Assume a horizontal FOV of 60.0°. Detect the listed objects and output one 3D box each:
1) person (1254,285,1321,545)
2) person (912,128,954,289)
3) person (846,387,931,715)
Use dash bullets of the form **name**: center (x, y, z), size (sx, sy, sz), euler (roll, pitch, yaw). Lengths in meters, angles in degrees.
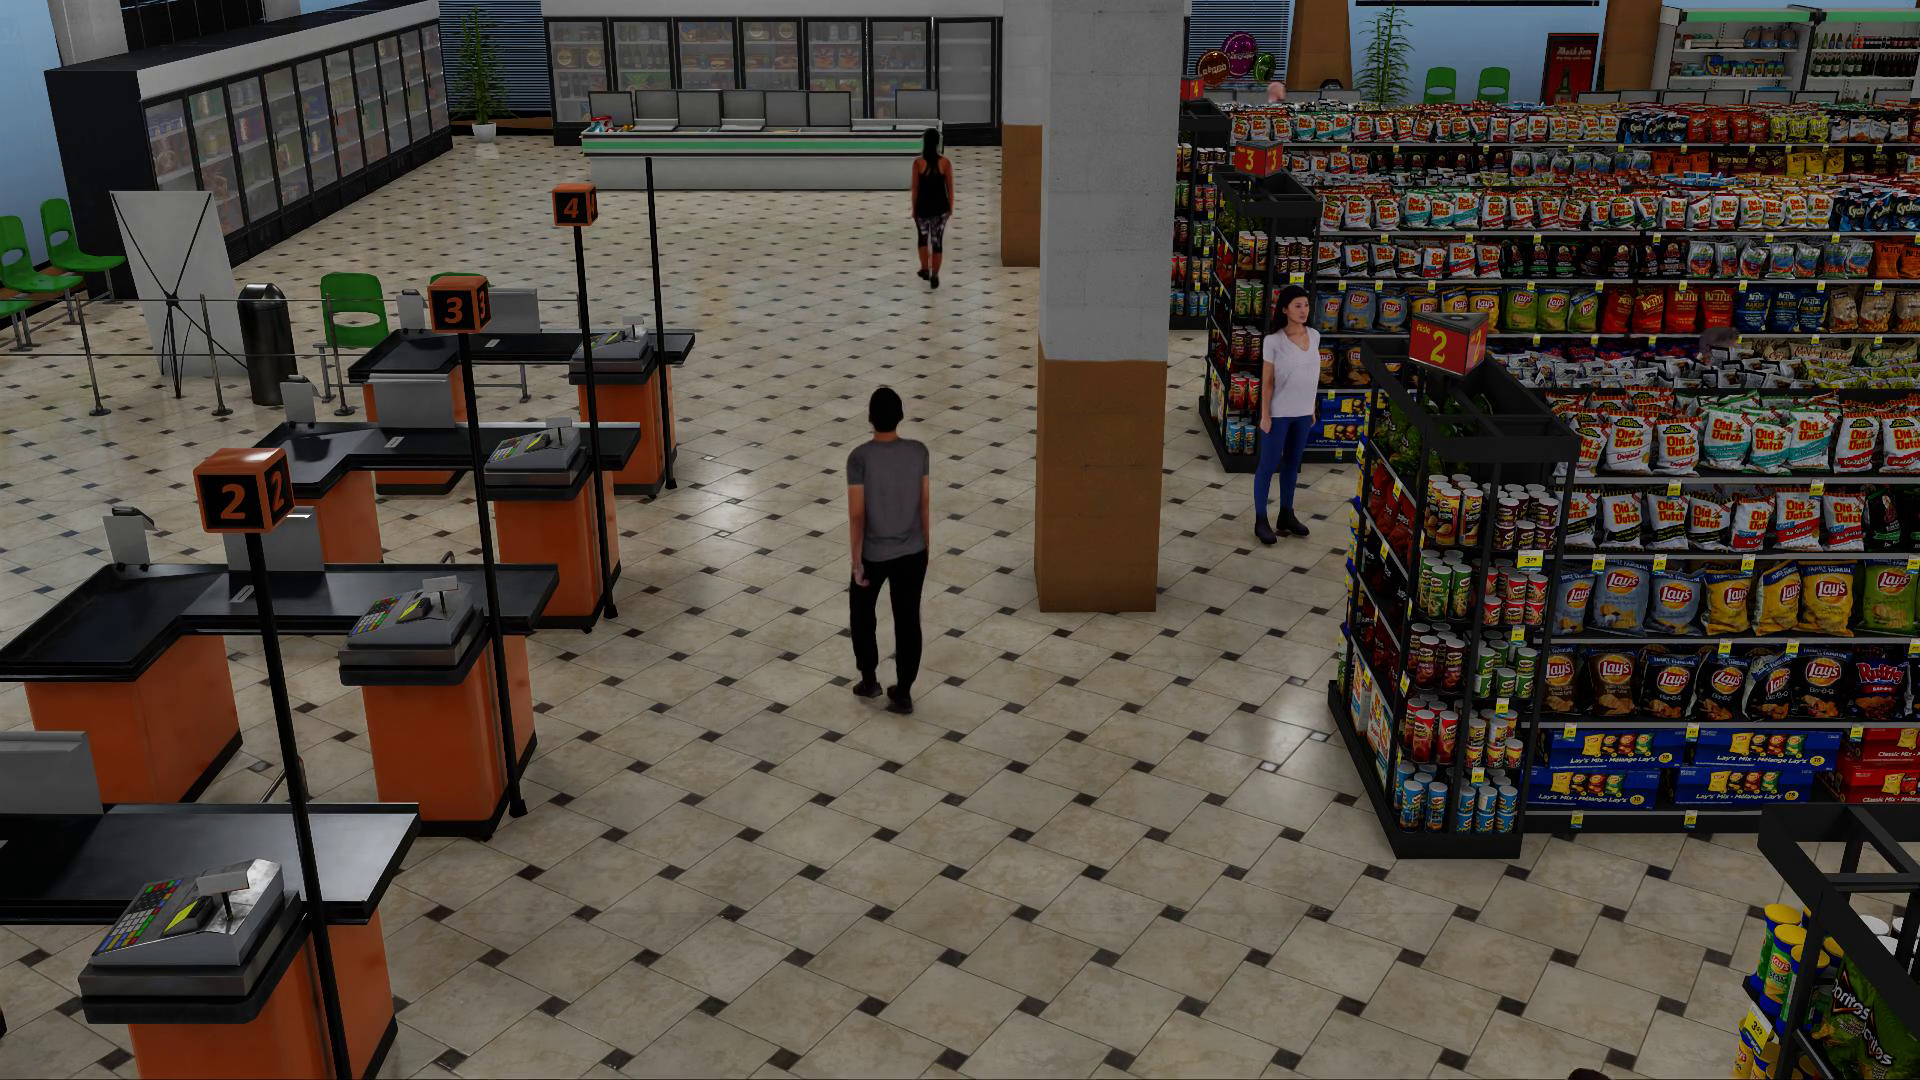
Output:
- **person**: center (2.117, -0.810, 10.795), size (0.632, 1.685, 0.744), euler (-13, 25, -29)
- **person**: center (-0.293, -3.471, 17.466), size (0.742, 1.649, 0.688), euler (-2, 22, -4)
- **person**: center (-0.331, 0.091, 8.478), size (0.641, 1.741, 0.750), euler (-6, 23, -14)
